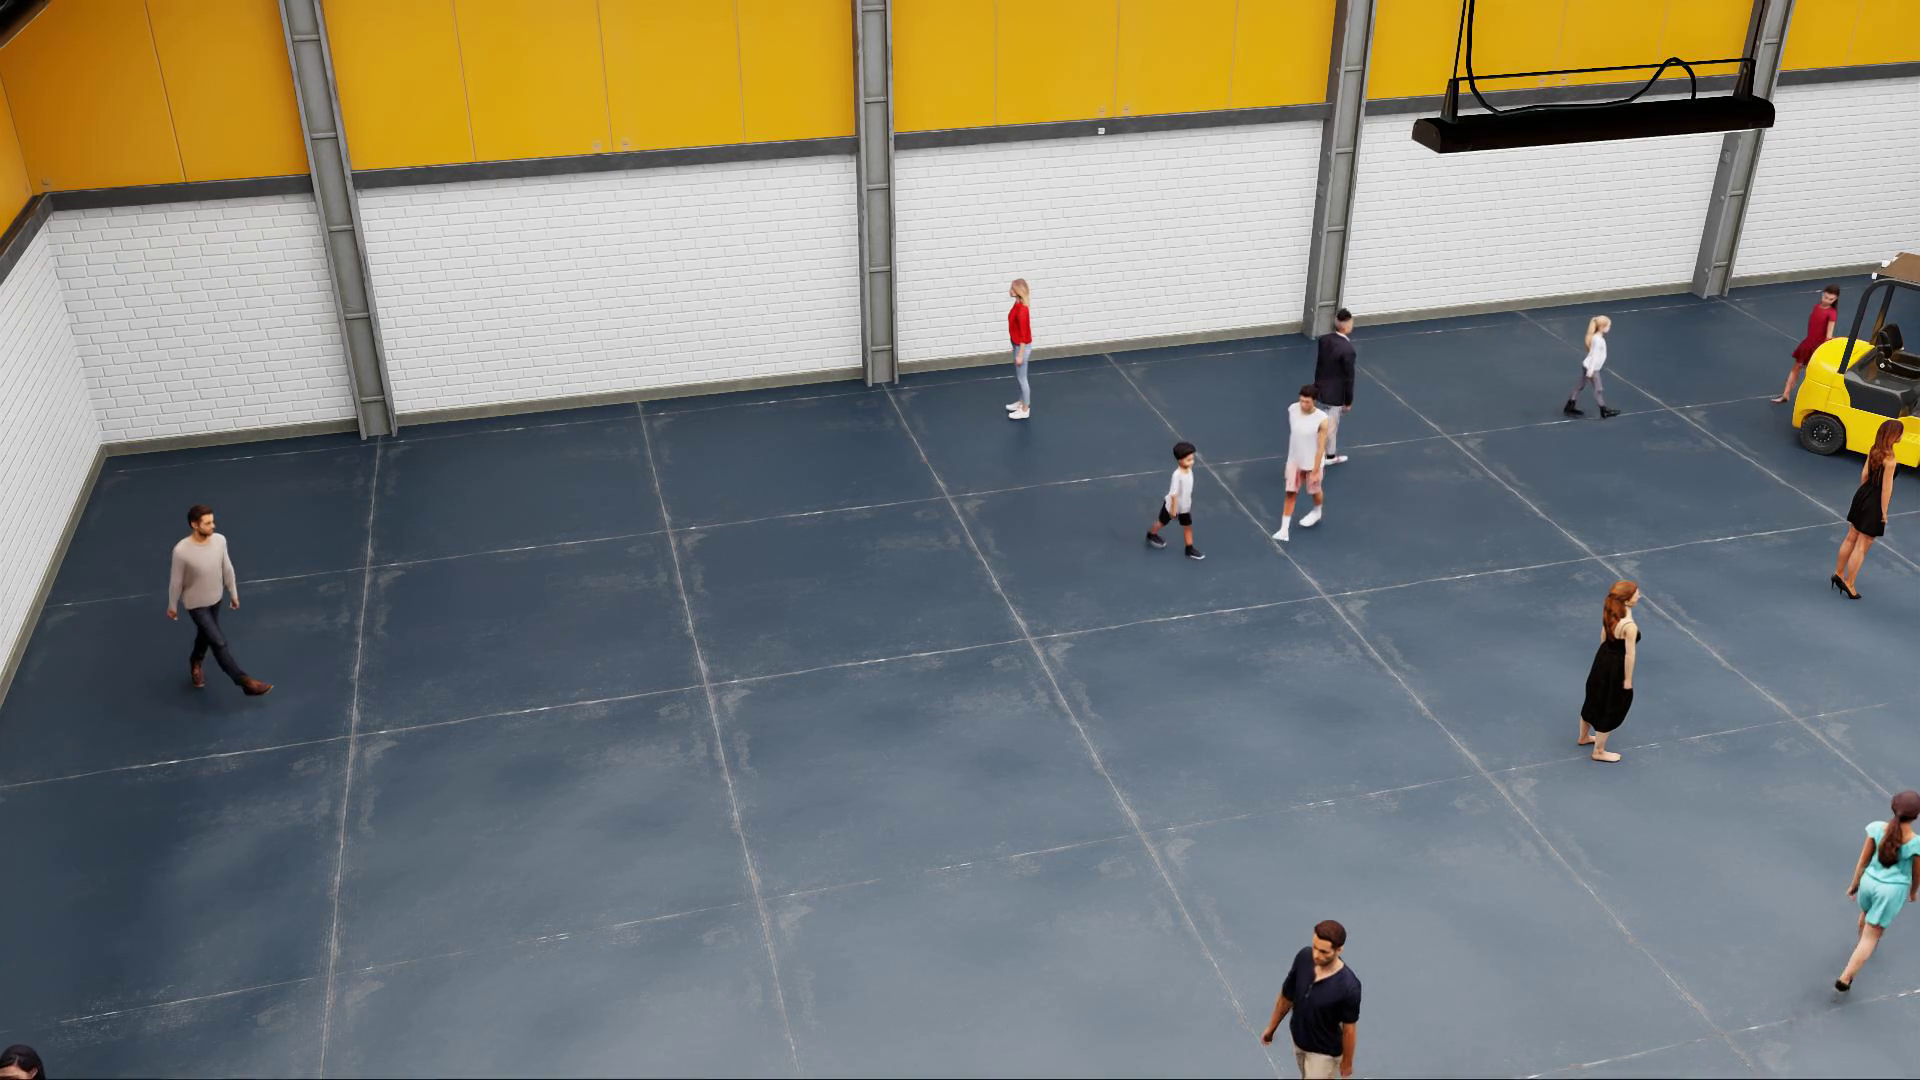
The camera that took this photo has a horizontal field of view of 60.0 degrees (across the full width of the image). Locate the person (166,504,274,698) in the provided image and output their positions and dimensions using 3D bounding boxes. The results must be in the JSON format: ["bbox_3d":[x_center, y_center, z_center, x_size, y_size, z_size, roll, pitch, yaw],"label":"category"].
[{"bbox_3d":[-6.550,0.537,14.279,1.278,1.795,1.209,19,34,30],"label":"person"}]

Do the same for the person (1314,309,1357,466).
[{"bbox_3d":[3.953,-1.582,18.042,1.222,1.913,0.881,-15,32,-25],"label":"person"}]

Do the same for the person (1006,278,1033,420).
[{"bbox_3d":[0.717,-2.247,19.479,0.589,1.704,0.659,-1,29,-2],"label":"person"}]

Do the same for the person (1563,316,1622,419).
[{"bbox_3d":[7.357,-2.026,19.546,0.929,1.251,0.759,6,29,12],"label":"person"}]

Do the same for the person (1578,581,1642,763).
[{"bbox_3d":[5.297,1.041,13.533,0.580,1.625,0.573,-5,29,-9],"label":"person"}]

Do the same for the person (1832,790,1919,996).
[{"bbox_3d":[6.168,2.384,11.170,1.110,1.530,0.843,-23,36,-35],"label":"person"}]

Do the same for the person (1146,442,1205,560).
[{"bbox_3d":[2.129,-0.419,16.624,0.879,1.227,0.893,21,35,33],"label":"person"}]

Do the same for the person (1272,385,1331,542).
[{"bbox_3d":[3.554,-0.822,16.871,1.058,1.700,1.243,26,38,38],"label":"person"}]

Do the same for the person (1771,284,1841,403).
[{"bbox_3d":[10.284,-2.320,19.811,1.022,1.515,0.556,-7,29,-12],"label":"person"}]

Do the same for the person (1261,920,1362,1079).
[{"bbox_3d":[2.175,2.934,9.845,0.936,1.834,0.811,-17,33,-28],"label":"person"}]

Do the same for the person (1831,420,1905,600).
[{"bbox_3d":[8.621,-0.298,15.769,0.594,1.835,0.623,-1,29,-2],"label":"person"}]
